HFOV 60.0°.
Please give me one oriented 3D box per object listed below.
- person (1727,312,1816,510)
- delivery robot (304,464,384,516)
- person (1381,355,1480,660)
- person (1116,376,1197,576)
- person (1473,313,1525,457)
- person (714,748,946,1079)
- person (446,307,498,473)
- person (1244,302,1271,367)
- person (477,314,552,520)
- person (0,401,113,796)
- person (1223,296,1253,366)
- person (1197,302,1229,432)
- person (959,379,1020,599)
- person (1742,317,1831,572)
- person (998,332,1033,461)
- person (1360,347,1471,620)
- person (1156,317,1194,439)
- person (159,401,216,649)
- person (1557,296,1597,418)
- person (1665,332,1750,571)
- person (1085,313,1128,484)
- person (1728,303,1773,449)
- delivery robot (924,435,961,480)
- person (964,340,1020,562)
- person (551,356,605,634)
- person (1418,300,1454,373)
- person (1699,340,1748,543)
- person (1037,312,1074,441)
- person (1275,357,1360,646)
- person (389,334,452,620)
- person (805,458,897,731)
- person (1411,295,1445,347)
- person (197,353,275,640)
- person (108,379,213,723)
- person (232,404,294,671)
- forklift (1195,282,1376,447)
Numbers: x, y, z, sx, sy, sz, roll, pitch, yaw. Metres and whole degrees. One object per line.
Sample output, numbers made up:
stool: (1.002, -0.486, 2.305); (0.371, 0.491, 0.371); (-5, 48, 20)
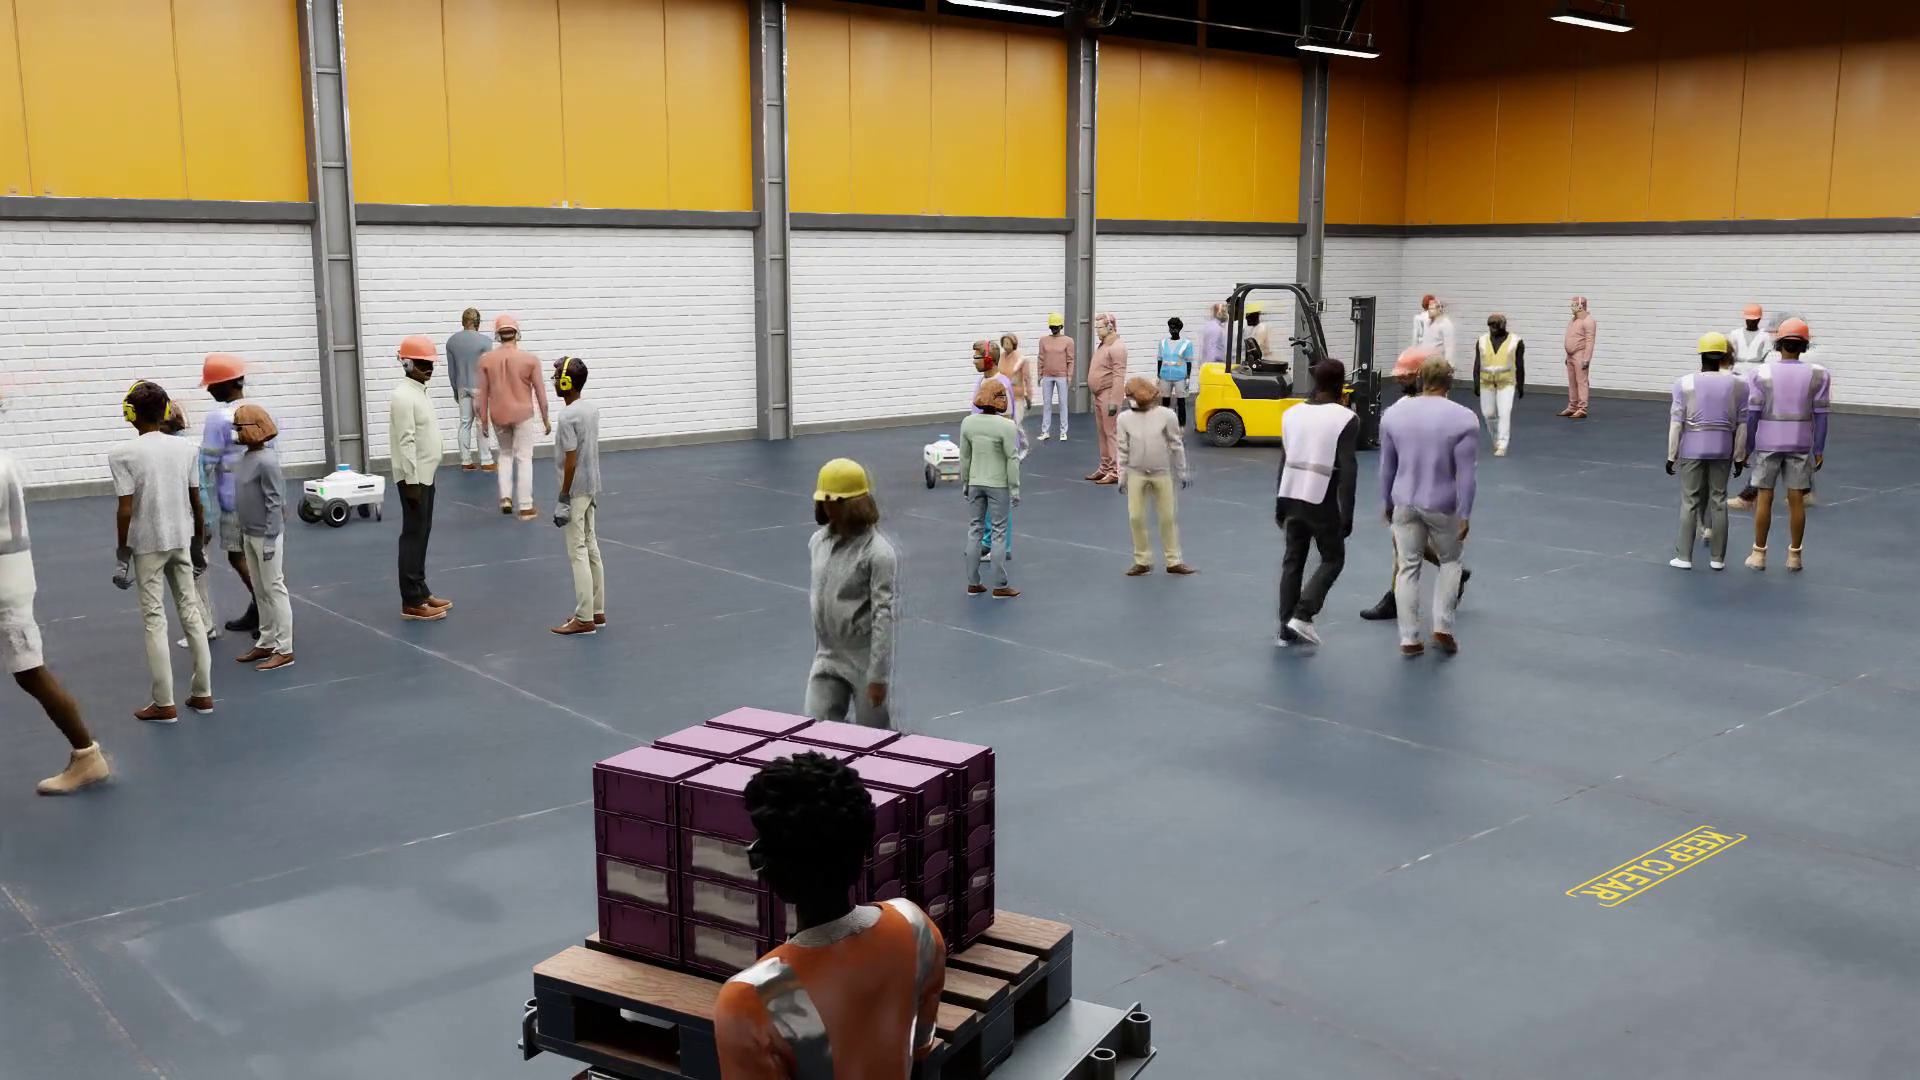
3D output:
person: (8.213, -1.322, 16.681); (1.042, 2.000, 0.693); (-1, 10, -5)
delivery robot: (-5.853, -0.482, 15.830); (0.477, 0.478, 0.707); (7, 12, 37)
person: (2.959, -0.205, 10.517); (0.633, 1.910, 0.576); (5, 11, 29)
person: (1.551, -0.488, 13.092); (0.657, 1.596, 0.373); (2, 10, 14)
person: (6.913, -1.997, 21.298); (0.647, 1.820, 0.708); (6, 11, 32)
person: (-0.235, 1.198, 2.938); (0.319, 1.695, 0.532); (7, 12, 35)
person: (-5.696, -1.749, 19.491); (0.627, 1.936, 0.372); (4, 10, 20)
person: (4.160, -2.465, 23.837); (0.934, 1.872, 0.578); (-1, 10, -7)
person: (-4.297, -1.183, 16.059); (0.652, 1.964, 0.506); (0, 10, 2)
person: (-4.498, 0.249, 7.632); (0.996, 1.995, 0.620); (-6, 12, -33)
person: (4.002, -2.598, 24.367); (0.367, 1.966, 0.606); (-9, 13, -42)
person: (3.691, -2.449, 23.752); (0.635, 1.883, 0.682); (1, 10, 4)
person: (0.227, -0.382, 12.364); (0.509, 1.632, 0.267); (7, 12, 36)
person: (6.630, -0.764, 13.403); (0.615, 2.041, 0.376); (3, 10, 16)
person: (0.624, -1.713, 20.190); (0.555, 1.621, 0.393); (5, 11, 28)
person: (3.237, -0.395, 11.625); (0.818, 1.915, 0.559); (-2, 10, -14)
person: (2.966, -2.241, 23.070); (0.532, 1.695, 0.319); (5, 11, 26)
person: (-5.038, -0.103, 10.732); (0.556, 1.617, 0.431); (7, 12, 34)
person: (9.686, -2.863, 26.113); (0.402, 1.904, 0.639); (-1, 10, -6)
person: (6.017, -0.710, 13.430); (0.595, 1.923, 0.378); (2, 10, 10)
person: (1.629, -1.577, 18.577); (0.407, 1.905, 0.639); (-2, 10, -12)
person: (10.394, -2.153, 21.928); (0.553, 1.922, 0.430); (7, 12, 37)
delivery robot: (-0.170, -0.919, 18.392); (0.477, 0.478, 0.707); (-2, 10, -12)
person: (0.284, -0.738, 13.845); (0.396, 1.840, 0.565); (-3, 10, -18)
person: (-2.587, -0.297, 11.179); (0.328, 1.872, 0.508); (1, 10, 9)
person: (6.989, -2.649, 24.931); (0.885, 1.875, 0.658); (-2, 10, -10)
person: (6.730, -0.877, 14.817); (0.510, 1.805, 0.974); (7, 12, 35)
person: (1.306, -2.241, 22.876); (0.523, 1.765, 0.316); (3, 10, 19)
person: (2.277, -0.229, 10.752); (0.549, 1.885, 0.615); (-9, 13, -41)
person: (-3.790, -0.444, 11.679); (0.391, 1.990, 0.623); (-1, 10, -8)
person: (-0.476, 0.515, 6.917); (0.505, 1.713, 0.746); (8, 12, 39)
person: (8.081, -3.292, 28.717); (0.617, 1.863, 0.494); (0, 10, -1)
person: (-4.727, -0.277, 10.955); (0.648, 1.904, 0.558); (2, 10, 13)
person: (-4.366, 0.065, 9.074); (0.317, 1.865, 0.523); (7, 12, 35)
person: (-4.317, -0.020, 10.247); (0.285, 1.633, 0.500); (-9, 13, -42)
forklift: (4.328, -2.346, 22.227); (2.313, 2.155, 1.214); (3, 10, 16)
